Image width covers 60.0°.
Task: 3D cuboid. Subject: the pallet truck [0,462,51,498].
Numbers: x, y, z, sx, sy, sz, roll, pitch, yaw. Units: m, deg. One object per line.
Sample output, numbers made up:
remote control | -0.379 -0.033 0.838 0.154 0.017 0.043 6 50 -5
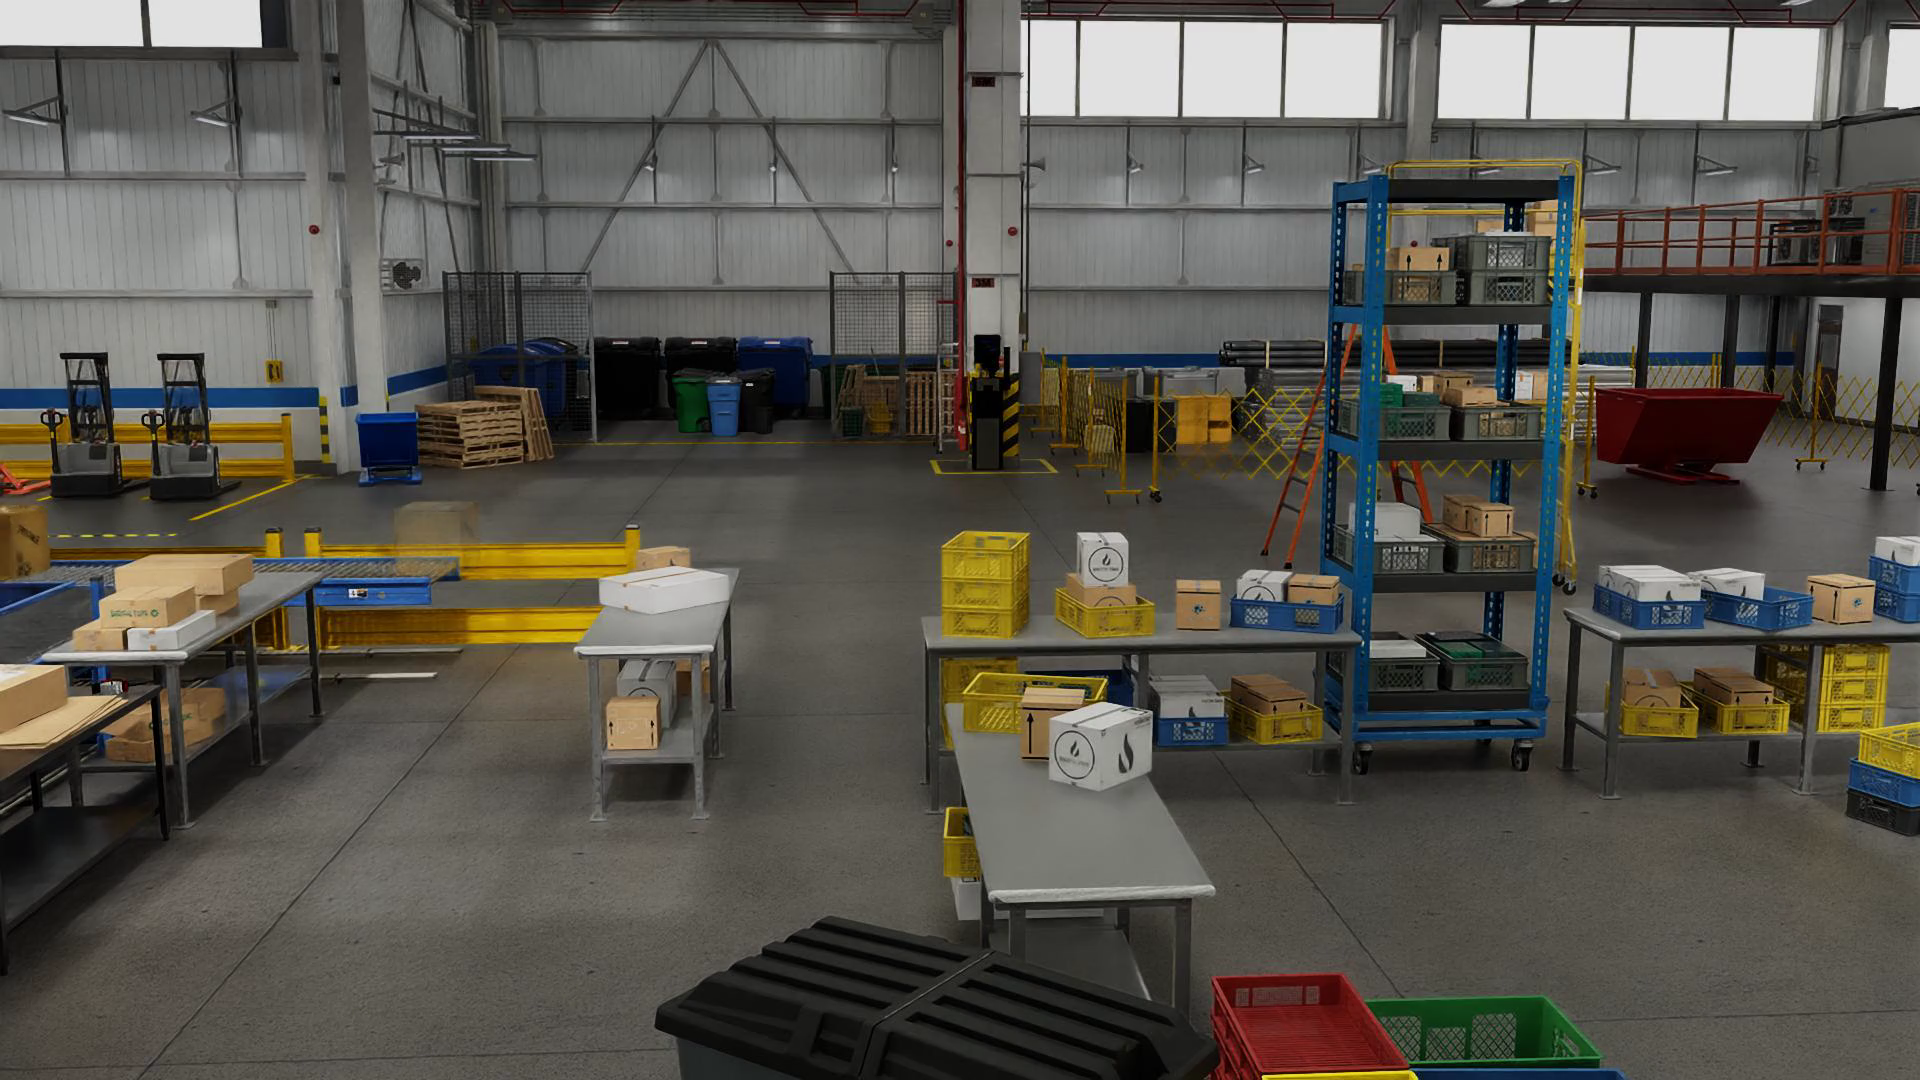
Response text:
pallet truck | -13.193 -1.293 23.148 0.653 1.274 1.630 -1 9 -4

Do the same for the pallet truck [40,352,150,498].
pallet truck | -11.907 -1.642 23.165 0.823 1.965 1.885 0 9 0

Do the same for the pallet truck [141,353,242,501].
pallet truck | -10.520 -1.604 22.925 0.823 1.965 1.885 -1 9 -6
